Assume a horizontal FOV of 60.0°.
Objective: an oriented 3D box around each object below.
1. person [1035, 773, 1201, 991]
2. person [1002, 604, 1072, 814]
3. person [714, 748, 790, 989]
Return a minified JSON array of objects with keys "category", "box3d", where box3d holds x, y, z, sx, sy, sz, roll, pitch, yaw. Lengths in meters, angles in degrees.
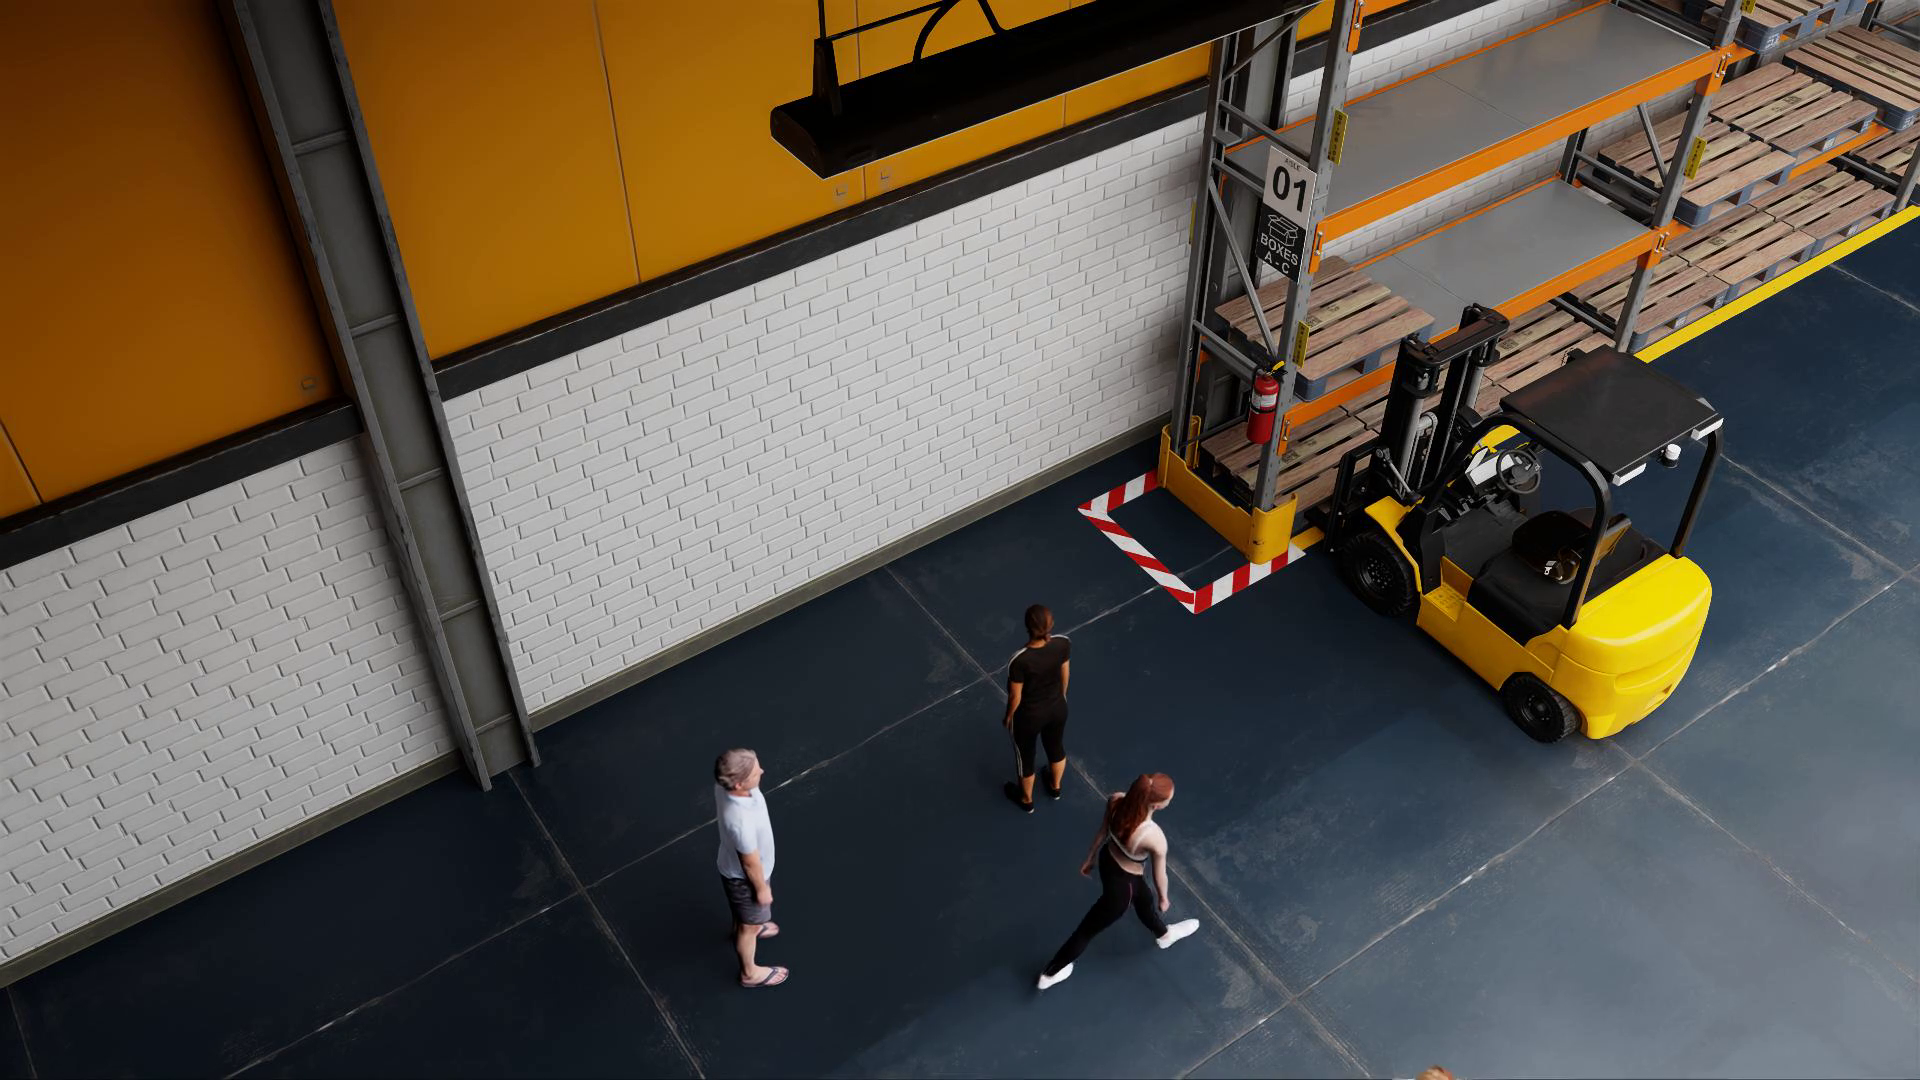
[{"category":"person","box3d":[0.770,1.896,9.018,1.284,1.673,0.733,-21,48,-21]},{"category":"person","box3d":[0.467,1.006,9.956,0.464,1.669,0.660,-21,47,-20]},{"category":"person","box3d":[-1.176,1.757,9.050,0.699,1.829,0.713,-7,44,-7]}]
